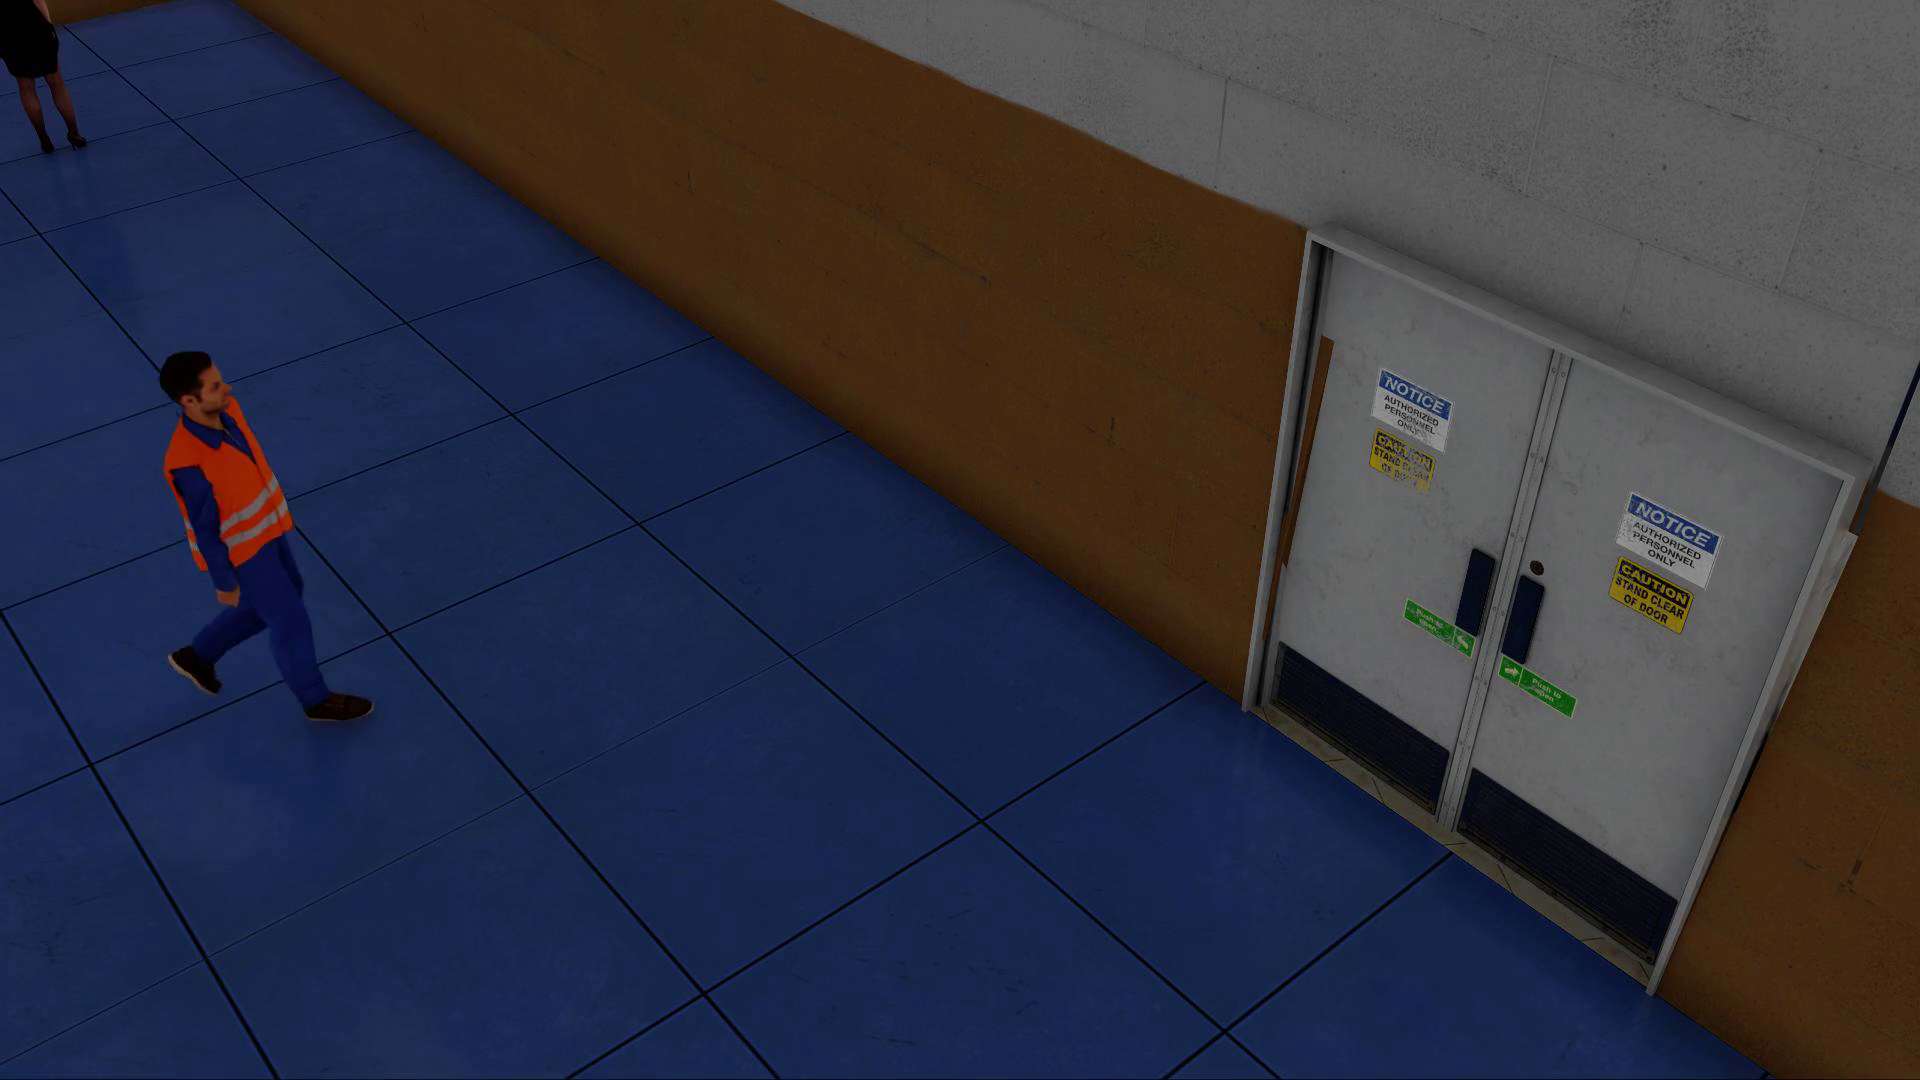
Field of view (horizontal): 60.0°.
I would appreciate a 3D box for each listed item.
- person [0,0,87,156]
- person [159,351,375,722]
[{"bbox_3d":[-6.489,-3.508,11.511,0.548,1.706,0.705,-12,39,-16],"label":"person"},{"bbox_3d":[-2.949,0.032,6.691,1.170,1.848,1.048,-2,37,-3],"label":"person"}]
